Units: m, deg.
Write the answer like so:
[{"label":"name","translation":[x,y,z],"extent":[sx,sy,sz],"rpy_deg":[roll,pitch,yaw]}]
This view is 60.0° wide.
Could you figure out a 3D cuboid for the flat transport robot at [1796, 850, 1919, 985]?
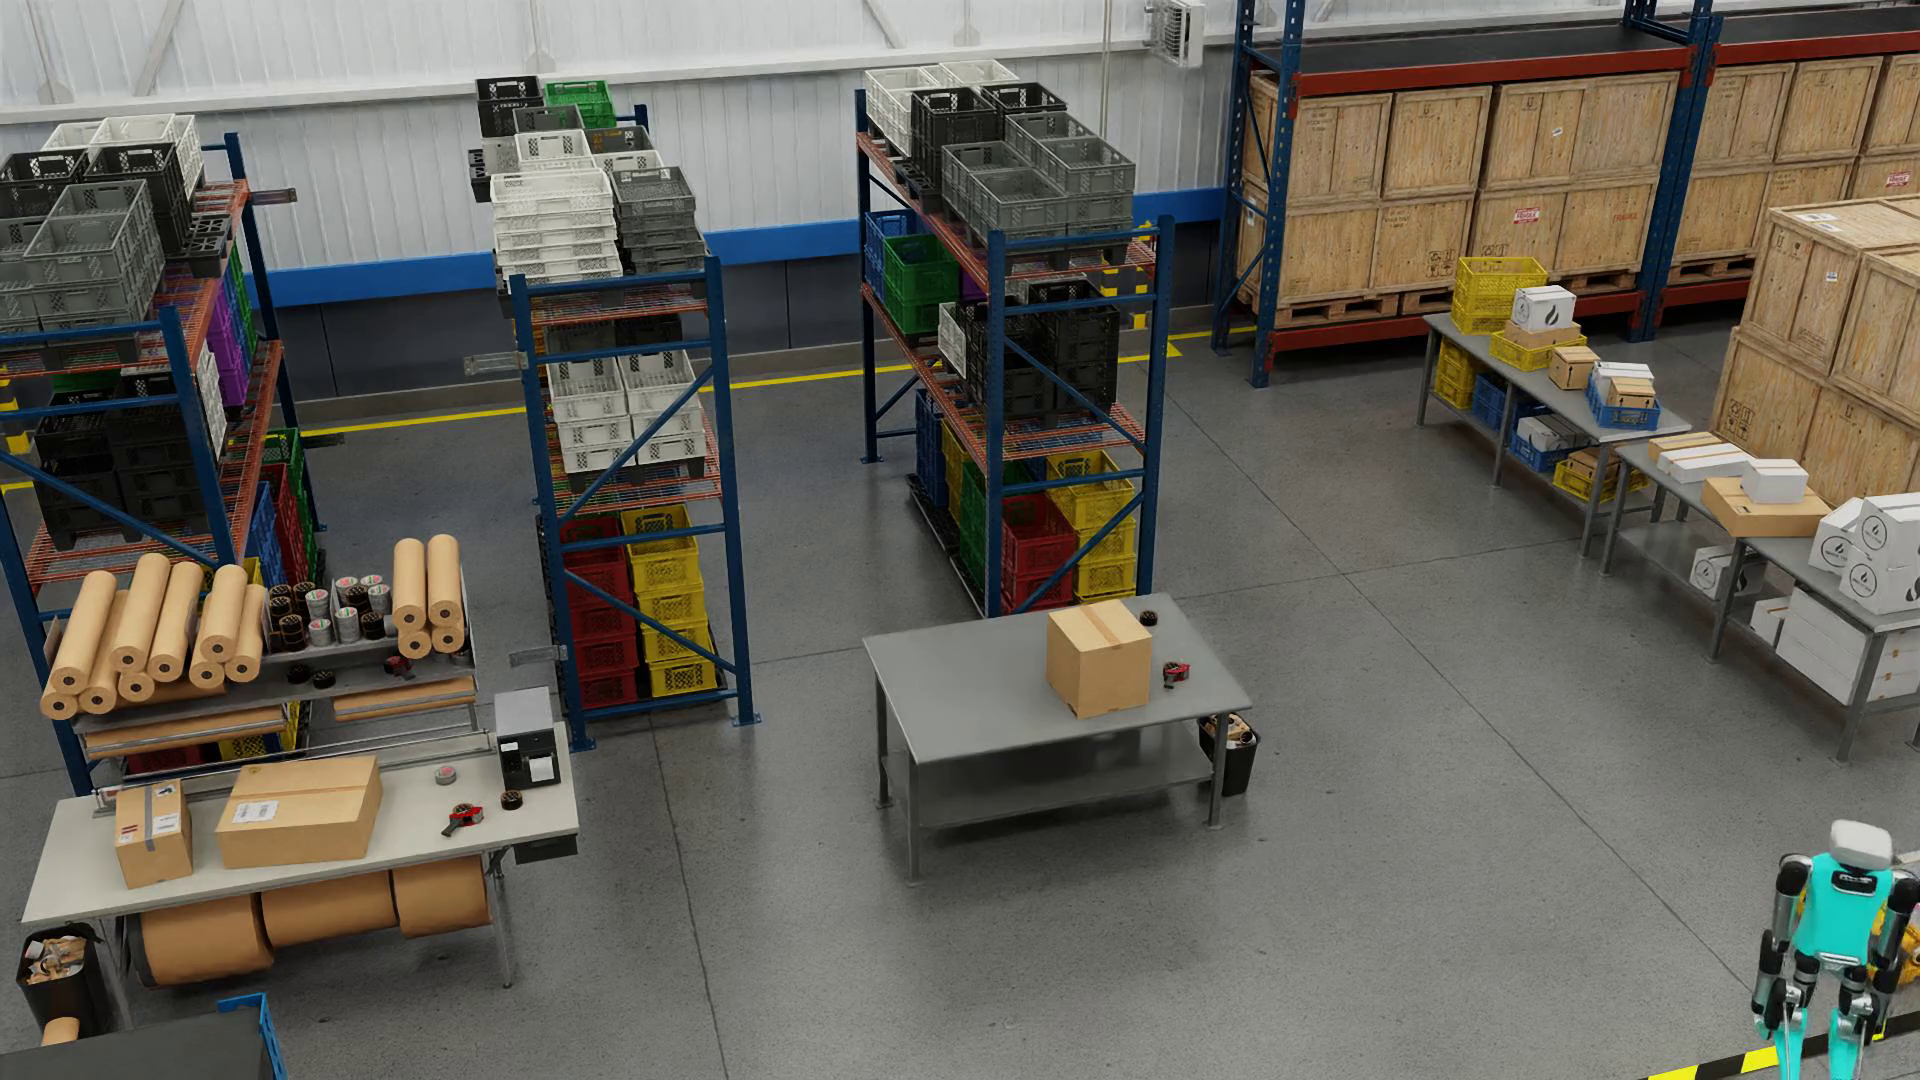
[{"label":"flat transport robot","translation":[5.163,1.916,8.676],"extent":[1.431,0.231,0.659],"rpy_deg":[-8,30,-14]}]

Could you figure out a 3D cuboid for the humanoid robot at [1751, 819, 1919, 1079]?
[{"label":"humanoid robot","translation":[3.564,2.083,6.876],"extent":[0.535,1.793,0.809],"rpy_deg":[8,30,14]}]
